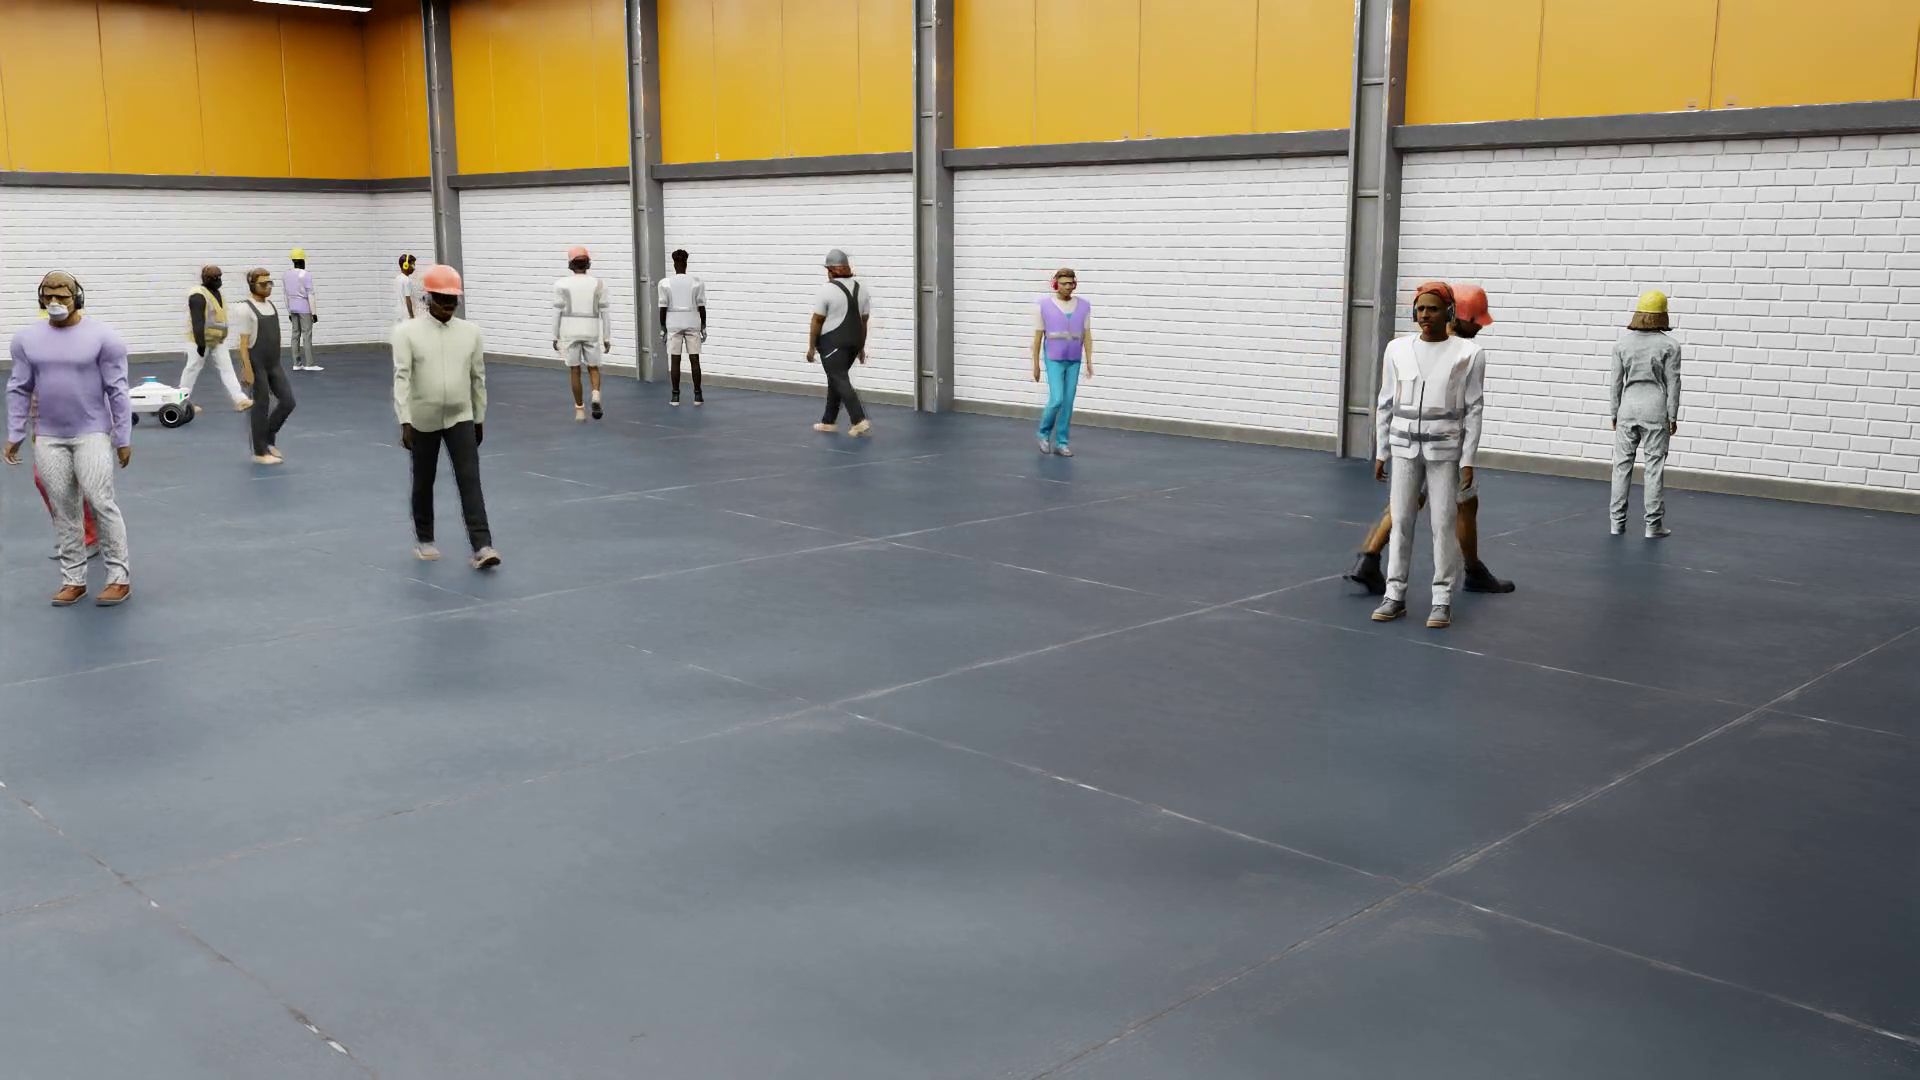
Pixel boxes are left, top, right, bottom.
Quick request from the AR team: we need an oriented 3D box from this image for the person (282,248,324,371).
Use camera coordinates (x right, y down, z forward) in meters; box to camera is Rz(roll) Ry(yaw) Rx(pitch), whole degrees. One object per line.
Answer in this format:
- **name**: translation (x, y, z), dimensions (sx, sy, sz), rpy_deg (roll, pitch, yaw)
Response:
- **person**: translation (-10.363, -3.618, 26.177), dimensions (0.587, 1.930, 0.361), rpy_deg (4, 11, 22)

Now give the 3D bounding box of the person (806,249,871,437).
- **person**: translation (-1.271, -2.132, 17.772), dimensions (0.998, 2.000, 0.689), rpy_deg (9, 14, 40)

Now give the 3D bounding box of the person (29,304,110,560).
- **person**: translation (-5.840, -0.728, 10.871), dimensions (0.546, 1.751, 0.449), rpy_deg (-1, 10, -4)

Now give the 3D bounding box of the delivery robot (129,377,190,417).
- **delivery robot**: translation (-9.013, -1.583, 18.572), dimensions (0.707, 0.478, 0.477), rpy_deg (-2, 11, -11)

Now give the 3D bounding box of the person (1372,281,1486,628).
- **person**: translation (2.550, -0.464, 9.107), dimensions (0.575, 1.882, 0.355), rpy_deg (6, 12, 31)

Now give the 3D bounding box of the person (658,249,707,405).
- **person**: translation (-3.484, -2.672, 20.936), dimensions (0.603, 1.958, 0.377), rpy_deg (-2, 11, -10)

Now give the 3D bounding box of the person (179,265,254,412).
- **person**: translation (-9.034, -2.404, 19.992), dimensions (1.033, 1.773, 0.631), rpy_deg (1, 10, 7)

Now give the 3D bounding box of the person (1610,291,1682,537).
- **person**: translation (4.861, -0.890, 11.811), dimensions (0.484, 1.744, 0.295), rpy_deg (9, 13, 39)

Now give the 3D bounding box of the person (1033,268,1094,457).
- **person**: translation (0.999, -1.705, 16.042), dimensions (0.559, 1.823, 0.468), rpy_deg (-4, 11, -23)

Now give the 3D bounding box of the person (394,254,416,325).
- **person**: translation (-7.896, -3.144, 23.791), dimensions (0.331, 1.860, 0.519), rpy_deg (-7, 13, -34)

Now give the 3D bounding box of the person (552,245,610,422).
- **person**: translation (-4.298, -2.331, 18.919), dimensions (0.623, 2.019, 0.542), rpy_deg (-4, 11, -20)

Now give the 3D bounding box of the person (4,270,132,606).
- **person**: translation (-5.127, -0.580, 9.607), dimensions (0.648, 1.936, 0.426), rpy_deg (0, 10, -1)

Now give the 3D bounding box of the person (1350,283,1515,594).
- **person**: translation (2.798, -0.578, 9.804), dimensions (0.994, 1.866, 0.584), rpy_deg (-1, 10, -4)

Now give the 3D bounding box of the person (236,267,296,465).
- **person**: translation (-6.439, -1.600, 15.420), dimensions (0.417, 1.833, 0.538), rpy_deg (3, 11, 14)

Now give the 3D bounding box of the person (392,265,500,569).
- **person**: translation (-3.320, -0.779, 10.682), dimensions (0.624, 1.942, 0.988), rpy_deg (-7, 12, -33)
